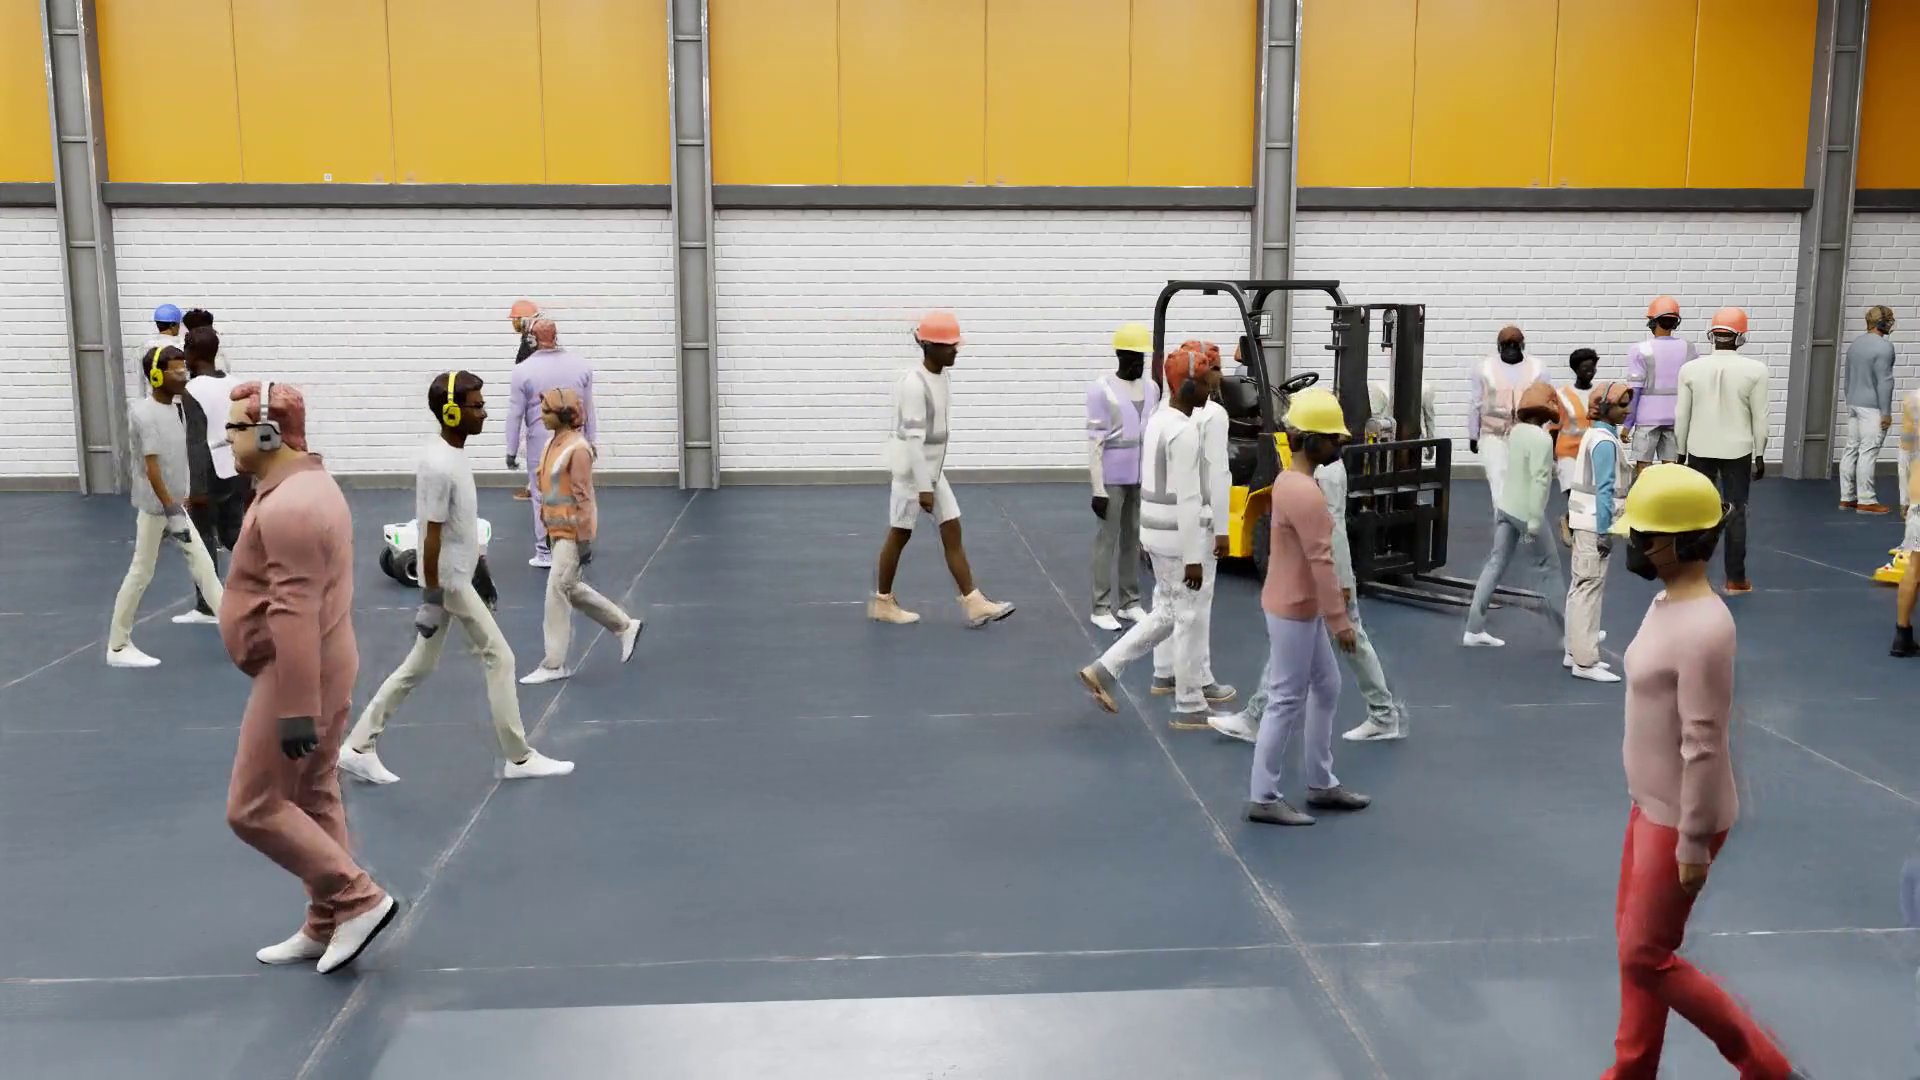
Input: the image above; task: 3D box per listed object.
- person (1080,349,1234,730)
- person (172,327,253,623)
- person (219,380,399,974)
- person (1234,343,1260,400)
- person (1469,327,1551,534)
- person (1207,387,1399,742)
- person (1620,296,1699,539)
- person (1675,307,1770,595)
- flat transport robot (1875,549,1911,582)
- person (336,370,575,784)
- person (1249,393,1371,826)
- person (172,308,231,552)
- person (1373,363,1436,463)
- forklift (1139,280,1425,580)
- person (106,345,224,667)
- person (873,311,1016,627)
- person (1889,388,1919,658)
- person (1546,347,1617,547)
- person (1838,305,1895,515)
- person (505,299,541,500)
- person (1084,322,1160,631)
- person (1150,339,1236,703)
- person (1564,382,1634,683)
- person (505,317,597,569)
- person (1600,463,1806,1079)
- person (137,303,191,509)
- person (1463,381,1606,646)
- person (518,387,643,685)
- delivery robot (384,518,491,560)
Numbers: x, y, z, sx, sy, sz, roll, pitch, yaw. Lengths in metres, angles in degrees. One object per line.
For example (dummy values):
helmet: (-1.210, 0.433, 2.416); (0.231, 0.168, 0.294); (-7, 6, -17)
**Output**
person: (0.988, 0.014, 8.013); (0.670, 1.866, 0.591); (-1, 9, -7)
person: (-4.629, -0.397, 10.533); (0.742, 1.895, 0.592); (1, 9, 5)
person: (-2.102, 0.447, 5.215); (0.414, 1.891, 0.668); (-3, 9, -16)
person: (2.695, -1.083, 15.620); (0.280, 1.636, 0.504); (-1, 9, -6)
person: (4.551, -0.857, 13.756); (0.639, 1.789, 0.911); (1, 9, 9)
person: (1.672, 0.131, 7.842); (0.927, 1.690, 0.500); (2, 9, 10)
person: (5.801, -1.004, 13.856); (0.608, 2.044, 0.377); (-1, 9, -8)
person: (5.294, -0.617, 11.571); (0.609, 1.996, 0.379); (7, 11, 36)
flat transport robot: (7.271, 0.154, 12.130); (1.431, 0.197, 0.652); (-9, 13, -44)
person: (-2.251, 0.173, 7.188); (0.986, 1.824, 0.511); (-3, 10, -19)
person: (1.455, 0.292, 6.641); (0.613, 1.748, 0.544); (1, 9, 6)
person: (-6.092, -0.882, 13.355); (0.507, 1.953, 0.624); (4, 10, 21)
person: (3.723, -0.791, 13.962); (0.522, 1.589, 0.858); (2, 9, 14)
forklift: (2.301, -0.860, 12.475); (1.214, 2.155, 2.313); (-6, 11, -35)
person: (-4.389, -0.177, 9.366); (1.013, 1.815, 0.517); (0, 9, -3)
person: (-0.122, -0.412, 10.302); (1.025, 1.986, 0.634); (4, 10, 24)
person: (5.621, -0.236, 9.476); (0.403, 1.906, 0.594); (-5, 10, -30)
person: (4.776, -0.666, 12.882); (0.569, 1.666, 0.719); (-1, 9, -3)
person: (8.463, -1.212, 15.488); (0.376, 1.940, 0.627); (0, 9, -1)
person: (-4.214, -1.355, 16.251); (0.431, 1.979, 0.644); (-1, 9, -9)
person: (1.042, -0.403, 10.446); (0.598, 1.926, 0.371); (-7, 11, -37)
person: (1.203, -0.096, 8.656); (0.352, 1.881, 0.576); (-5, 11, -30)
person: (3.505, -0.052, 9.150); (0.315, 1.636, 0.514); (2, 9, 13)
person: (-3.083, -0.719, 12.526); (0.691, 1.897, 0.426); (-7, 11, -37)
person: (1.833, 0.684, 4.165); (0.521, 1.758, 0.538); (3, 9, 15)
person: (-7.435, -1.249, 15.689); (0.610, 1.946, 0.405); (3, 10, 19)
person: (3.402, -0.138, 9.832); (0.838, 1.587, 0.508); (-1, 9, -7)
person: (-2.095, -0.038, 9.134); (0.701, 1.615, 0.524); (-5, 11, -31)
delivery robot: (-3.776, -0.020, 12.043); (0.707, 0.478, 0.477); (-6, 11, -32)
